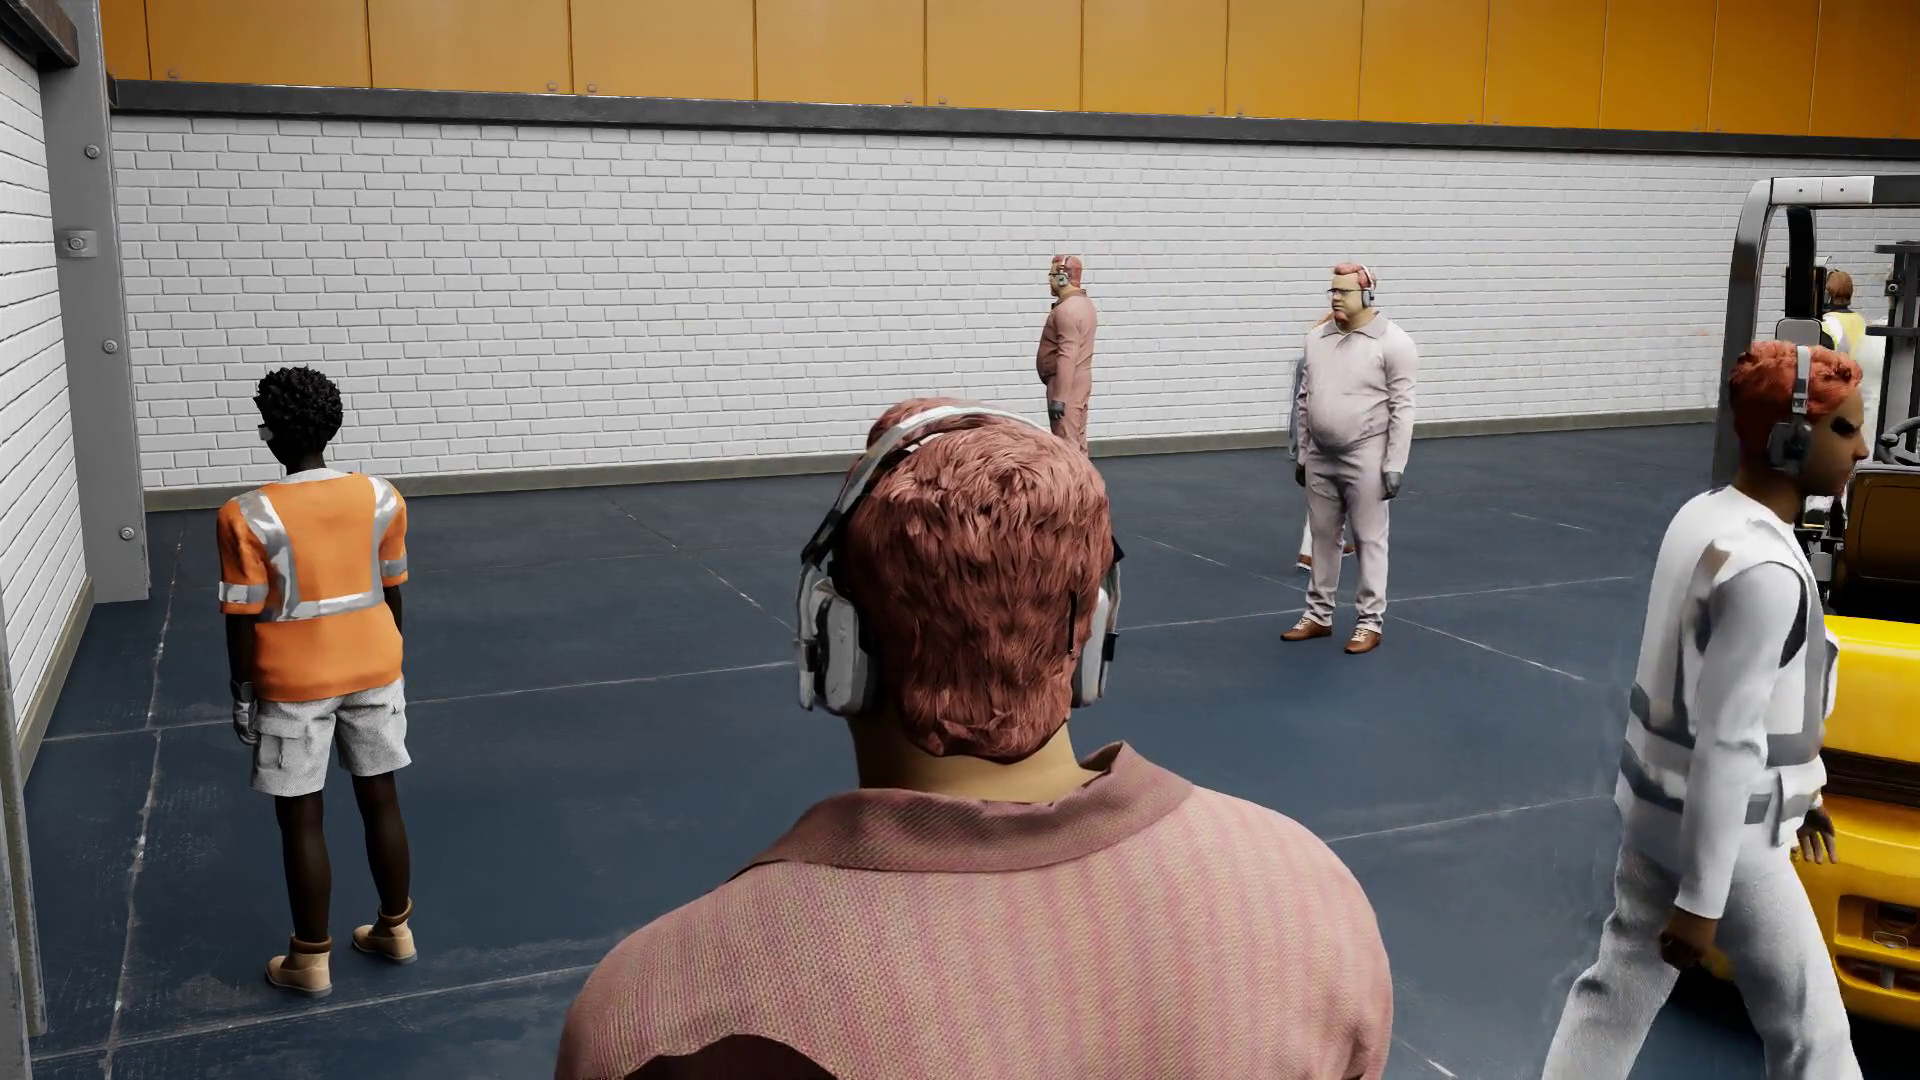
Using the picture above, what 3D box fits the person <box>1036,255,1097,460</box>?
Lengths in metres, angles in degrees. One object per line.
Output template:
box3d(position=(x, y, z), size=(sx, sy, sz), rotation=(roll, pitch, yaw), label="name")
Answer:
box3d(position=(0.736, -1.041, 11.709), size=(0.407, 1.906, 0.655), rotation=(3, 11, 16), label="person")

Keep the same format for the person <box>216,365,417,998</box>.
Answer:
box3d(position=(-1.718, 0.380, 4.485), size=(0.321, 1.689, 0.530), rotation=(9, 14, 42), label="person")

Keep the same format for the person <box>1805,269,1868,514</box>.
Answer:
box3d(position=(5.154, -0.694, 9.977), size=(0.634, 1.842, 0.429), rotation=(-9, 13, -40), label="person")

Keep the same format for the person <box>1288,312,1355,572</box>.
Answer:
box3d(position=(2.276, -0.612, 10.225), size=(0.520, 1.588, 0.867), rotation=(9, 14, 42), label="person")

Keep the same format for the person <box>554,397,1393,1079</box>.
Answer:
box3d(position=(0.004, 0.844, 1.321), size=(0.643, 1.910, 0.400), rotation=(-5, 11, -25), label="person")

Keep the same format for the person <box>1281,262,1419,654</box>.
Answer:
box3d(position=(1.899, -0.399, 8.174), size=(0.399, 1.909, 0.642), rotation=(-9, 14, -41), label="person")

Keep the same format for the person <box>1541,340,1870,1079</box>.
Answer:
box3d(position=(1.528, 0.552, 3.125), size=(0.956, 1.832, 0.576), rotation=(2, 10, 9), label="person")

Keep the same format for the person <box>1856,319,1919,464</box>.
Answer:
box3d(position=(4.554, -0.403, 8.161), size=(0.640, 1.919, 0.623), rotation=(-7, 12, -32), label="person")

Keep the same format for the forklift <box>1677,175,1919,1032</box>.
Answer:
box3d(position=(2.810, 0.094, 4.662), size=(1.214, 2.155, 2.313), rotation=(7, 12, 34), label="forklift")
